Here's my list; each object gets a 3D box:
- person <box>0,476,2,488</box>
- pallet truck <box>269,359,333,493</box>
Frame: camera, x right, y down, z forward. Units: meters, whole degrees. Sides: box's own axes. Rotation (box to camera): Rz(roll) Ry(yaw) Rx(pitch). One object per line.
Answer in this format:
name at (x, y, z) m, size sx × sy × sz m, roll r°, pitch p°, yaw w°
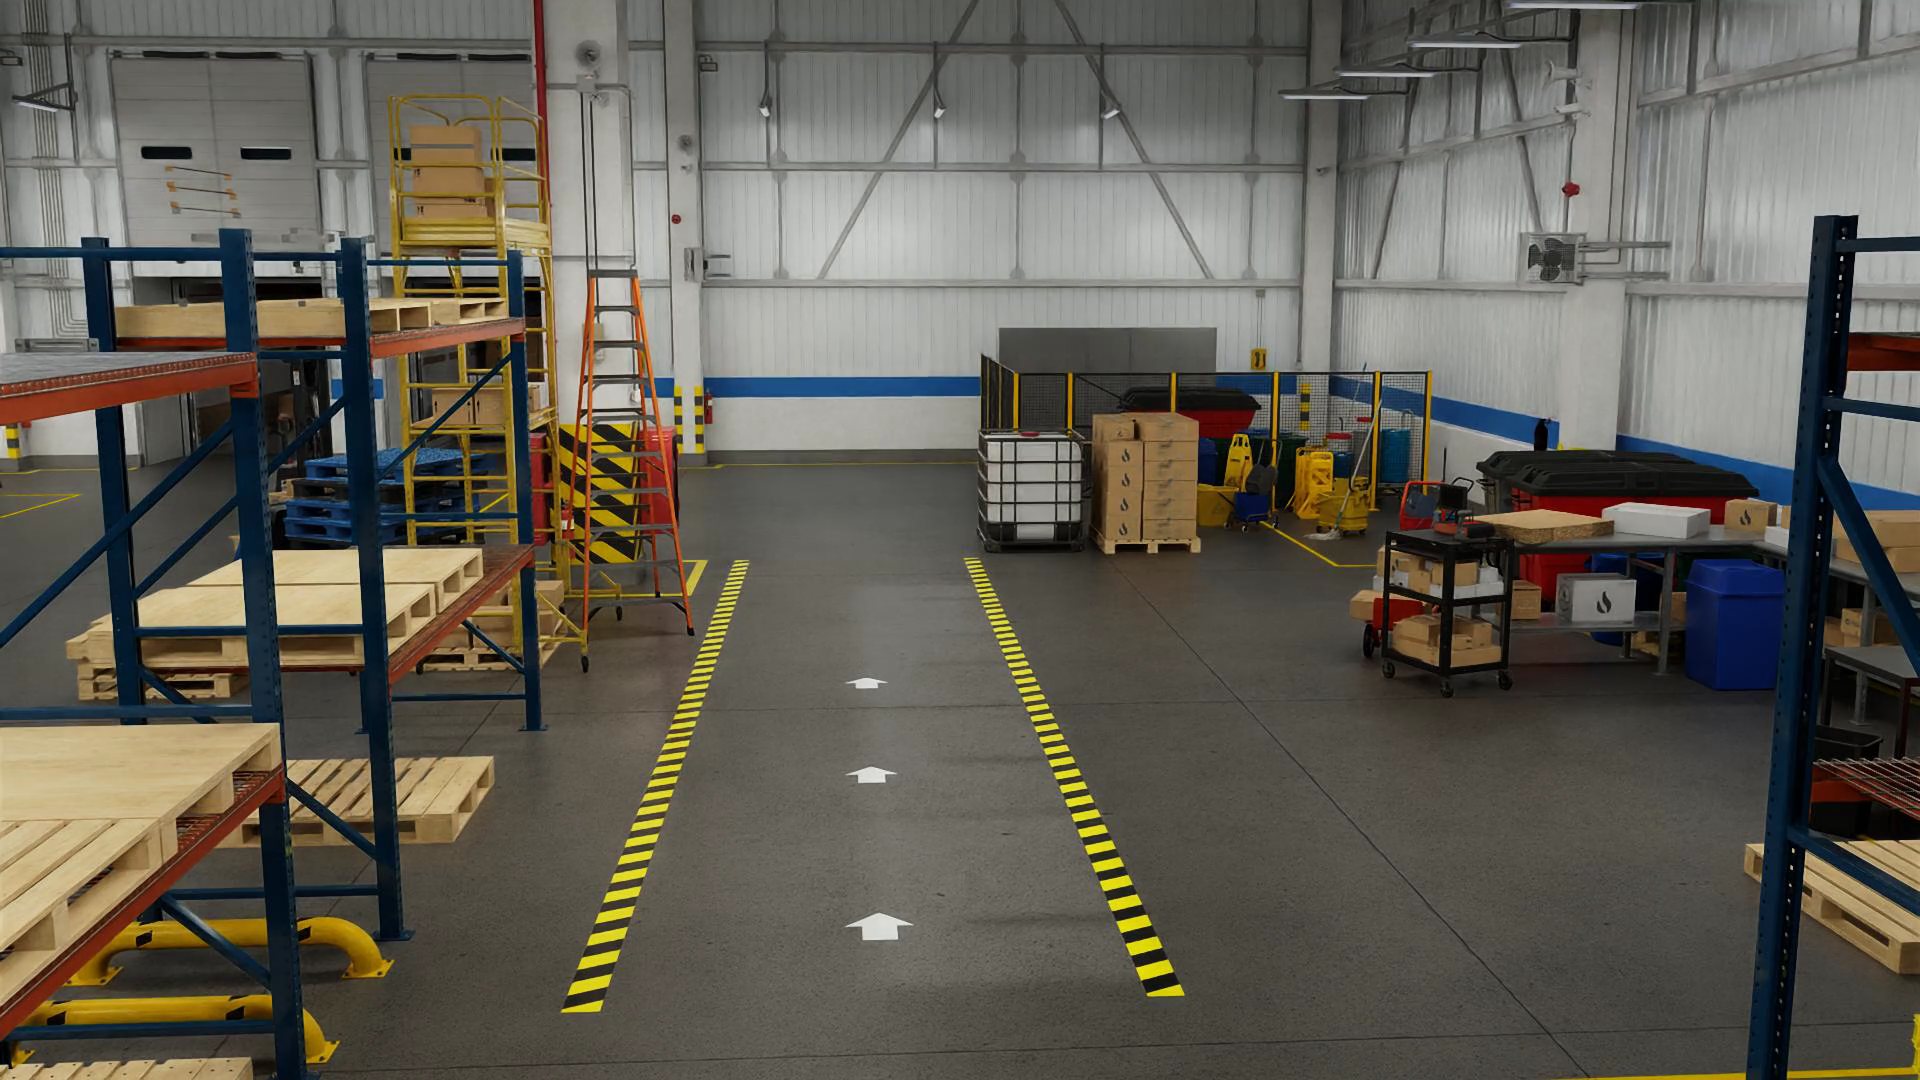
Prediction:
person at (-13.207, -1.641, 22.422) m, size 0.543 × 1.929 × 0.384 m, roll 7°, pitch 11°, yaw 38°
pallet truck at (-7.062, -1.131, 18.996) m, size 1.885 × 1.965 × 0.823 m, roll 2°, pitch 9°, yaw 13°
